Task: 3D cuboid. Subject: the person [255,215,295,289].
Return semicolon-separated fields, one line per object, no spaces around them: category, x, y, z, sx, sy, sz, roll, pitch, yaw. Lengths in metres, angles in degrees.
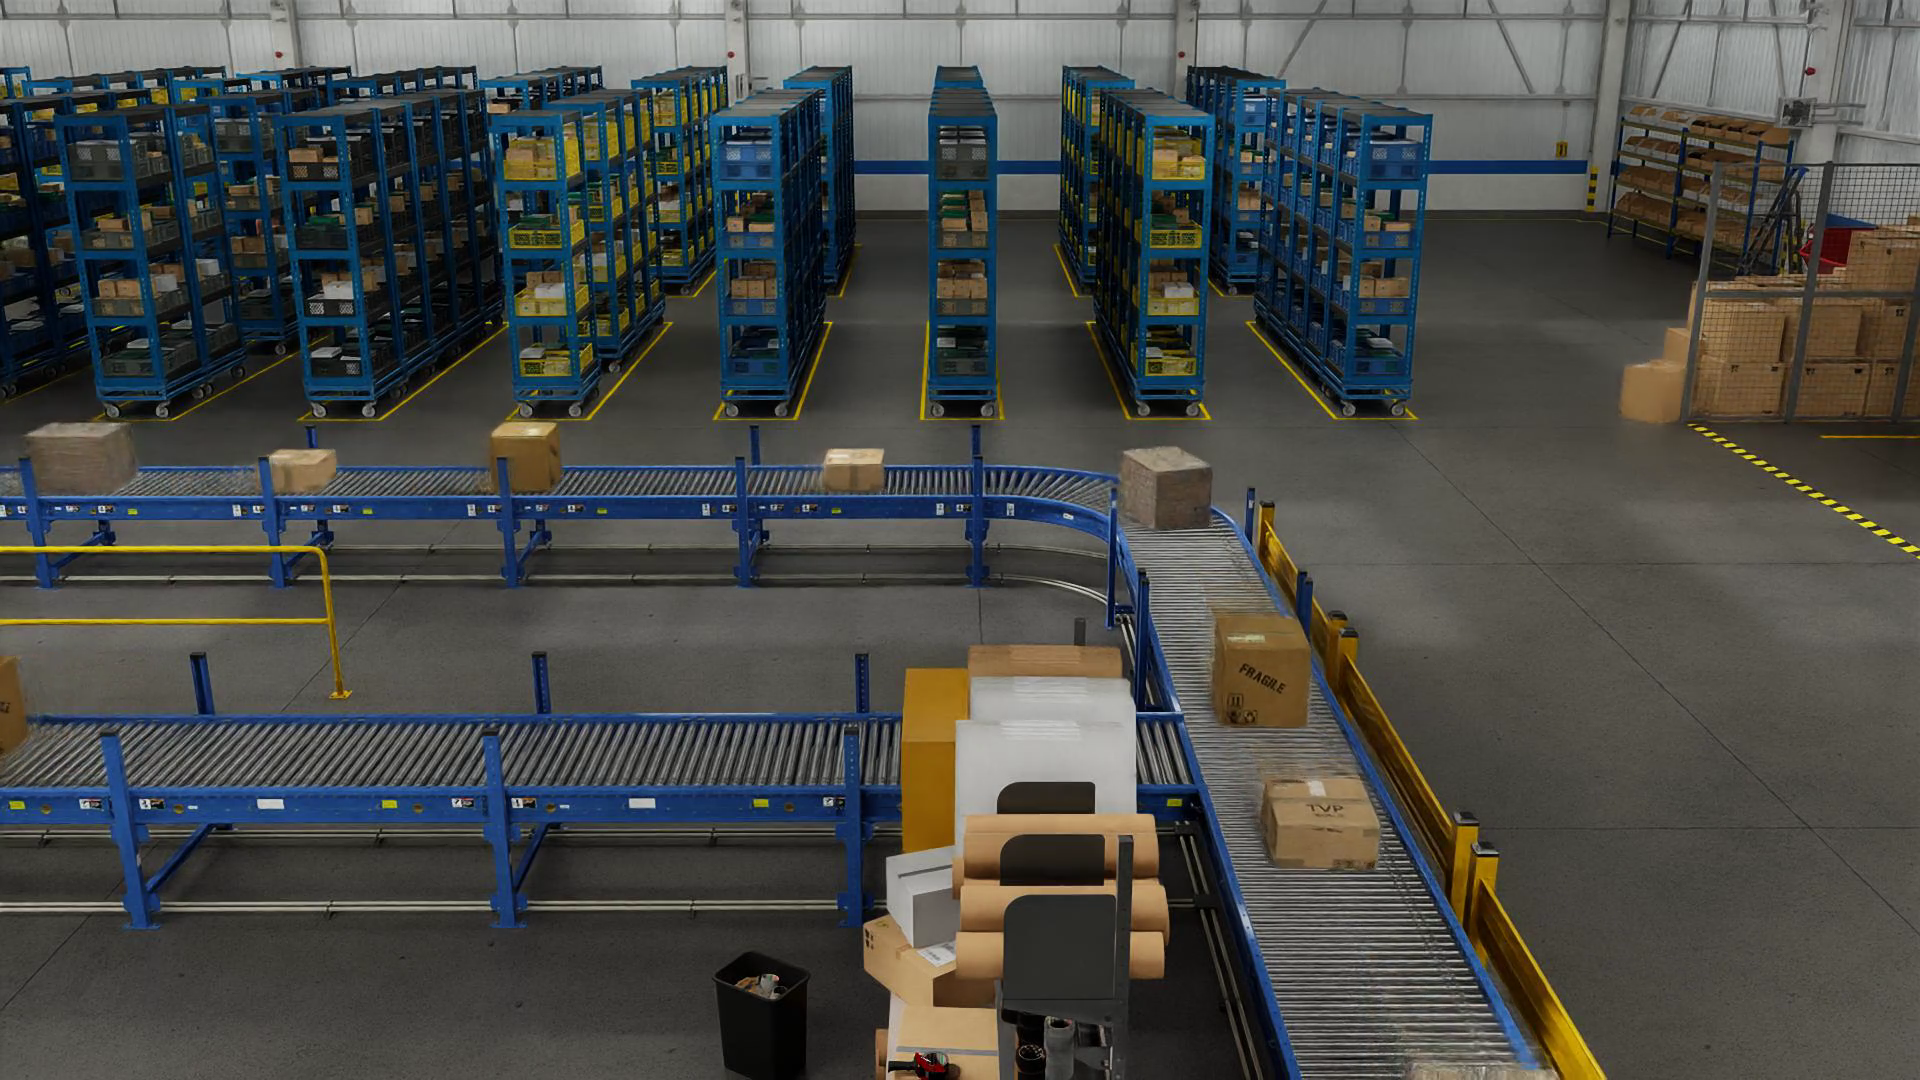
person;-10.680;-4.423;26.038;0.382;1.995;0.612;13;22;35

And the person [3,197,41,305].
person;-15.591;-4.793;27.538;0.857;1.782;0.647;7;19;22
